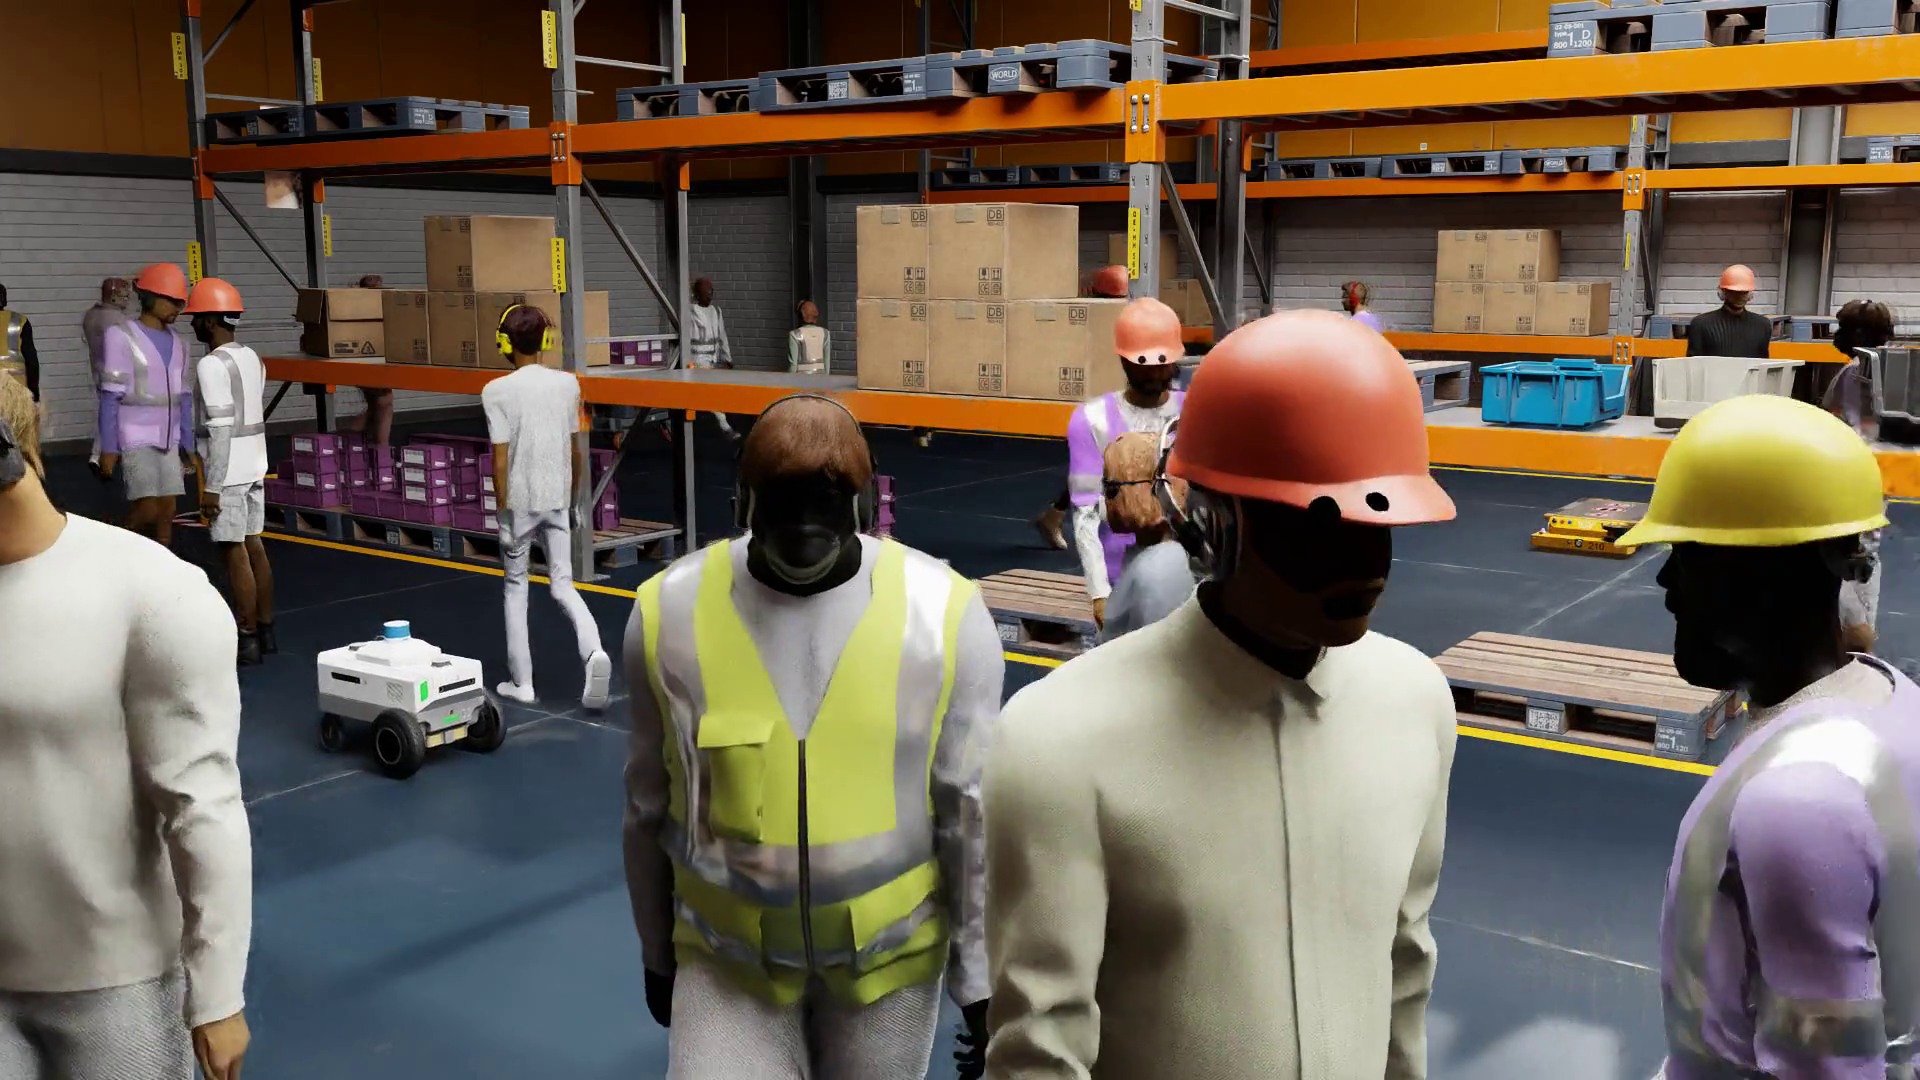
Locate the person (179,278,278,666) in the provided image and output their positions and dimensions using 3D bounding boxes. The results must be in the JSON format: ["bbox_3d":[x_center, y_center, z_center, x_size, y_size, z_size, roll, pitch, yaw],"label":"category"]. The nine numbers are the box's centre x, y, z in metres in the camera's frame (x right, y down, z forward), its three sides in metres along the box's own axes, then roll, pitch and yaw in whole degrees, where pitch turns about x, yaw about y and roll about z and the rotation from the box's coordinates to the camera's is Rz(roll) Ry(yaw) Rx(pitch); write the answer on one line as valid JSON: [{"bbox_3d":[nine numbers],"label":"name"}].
[{"bbox_3d":[-3.667,-0.333,8.327,0.356,1.937,0.552,0,10,-3],"label":"person"}]

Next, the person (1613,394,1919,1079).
[{"bbox_3d":[0.985,0.760,2.039,1.040,1.867,0.587,8,12,38],"label":"person"}]

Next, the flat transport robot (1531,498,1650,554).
[{"bbox_3d":[4.663,-0.116,11.991,0.652,0.197,1.431,7,12,35],"label":"flat transport robot"}]

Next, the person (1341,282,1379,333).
[{"bbox_3d":[3.570,-1.416,15.083,0.489,1.828,0.605,5,11,29],"label":"person"}]

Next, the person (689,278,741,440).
[{"bbox_3d":[-2.952,-2.069,18.980,0.990,1.837,0.633,5,11,29],"label":"person"}]

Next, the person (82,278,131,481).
[{"bbox_3d":[-7.765,-1.458,15.254,0.715,1.866,0.648,5,11,26],"label":"person"}]

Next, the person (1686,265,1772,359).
[{"bbox_3d":[5.714,-1.045,12.406,0.622,1.990,0.402,1,10,4],"label":"person"}]

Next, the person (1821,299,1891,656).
[{"bbox_3d":[4.496,-0.287,8.372,0.450,1.829,0.659,9,13,42],"label":"person"}]

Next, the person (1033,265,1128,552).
[{"bbox_3d":[0.911,-0.853,11.258,0.986,2.008,0.610,6,11,30],"label":"person"}]

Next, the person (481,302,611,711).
[{"bbox_3d":[-1.859,-0.138,7.462,0.516,1.847,0.750,-8,12,-39],"label":"person"}]

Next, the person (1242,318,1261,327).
[{"bbox_3d":[2.217,-0.877,12.599,0.870,1.590,0.544,5,11,27],"label":"person"}]

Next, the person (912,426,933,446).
[{"bbox_3d":[-0.472,-2.083,18.443,0.697,2.000,0.904,-4,10,-22],"label":"person"}]

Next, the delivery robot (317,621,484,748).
[{"bbox_3d":[-2.281,0.572,6.770,0.707,0.478,0.477,6,11,33],"label":"delivery robot"}]

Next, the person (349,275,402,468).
[{"bbox_3d":[-5.704,-1.612,16.087,0.493,1.887,0.661,-9,13,-42],"label":"person"}]

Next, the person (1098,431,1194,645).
[{"bbox_3d":[0.492,0.522,4.213,0.734,1.608,0.512,1,10,4],"label":"person"}]

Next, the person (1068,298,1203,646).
[{"bbox_3d":[0.648,0.138,5.644,0.556,1.888,0.900,0,10,-2],"label":"person"}]

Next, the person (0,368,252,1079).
[{"bbox_3d":[-1.381,0.659,2.531,0.657,1.906,0.731,0,10,3],"label":"person"}]

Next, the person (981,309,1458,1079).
[{"bbox_3d":[0.300,0.754,1.763,0.641,1.972,0.642,-4,10,-23],"label":"person"}]

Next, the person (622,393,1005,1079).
[{"bbox_3d":[-0.233,0.675,2.673,0.626,1.820,0.482,0,10,-3],"label":"person"}]

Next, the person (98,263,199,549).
[{"bbox_3d":[-4.629,-0.568,9.501,0.545,2.012,0.669,3,10,18],"label":"person"}]

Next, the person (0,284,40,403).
[{"bbox_3d":[-8.518,-1.368,14.776,0.633,1.841,0.429,-3,10,-18],"label":"person"}]

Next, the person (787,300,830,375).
[{"bbox_3d":[-1.470,-1.503,16.176,0.514,1.642,0.310,-9,13,-42],"label":"person"}]
